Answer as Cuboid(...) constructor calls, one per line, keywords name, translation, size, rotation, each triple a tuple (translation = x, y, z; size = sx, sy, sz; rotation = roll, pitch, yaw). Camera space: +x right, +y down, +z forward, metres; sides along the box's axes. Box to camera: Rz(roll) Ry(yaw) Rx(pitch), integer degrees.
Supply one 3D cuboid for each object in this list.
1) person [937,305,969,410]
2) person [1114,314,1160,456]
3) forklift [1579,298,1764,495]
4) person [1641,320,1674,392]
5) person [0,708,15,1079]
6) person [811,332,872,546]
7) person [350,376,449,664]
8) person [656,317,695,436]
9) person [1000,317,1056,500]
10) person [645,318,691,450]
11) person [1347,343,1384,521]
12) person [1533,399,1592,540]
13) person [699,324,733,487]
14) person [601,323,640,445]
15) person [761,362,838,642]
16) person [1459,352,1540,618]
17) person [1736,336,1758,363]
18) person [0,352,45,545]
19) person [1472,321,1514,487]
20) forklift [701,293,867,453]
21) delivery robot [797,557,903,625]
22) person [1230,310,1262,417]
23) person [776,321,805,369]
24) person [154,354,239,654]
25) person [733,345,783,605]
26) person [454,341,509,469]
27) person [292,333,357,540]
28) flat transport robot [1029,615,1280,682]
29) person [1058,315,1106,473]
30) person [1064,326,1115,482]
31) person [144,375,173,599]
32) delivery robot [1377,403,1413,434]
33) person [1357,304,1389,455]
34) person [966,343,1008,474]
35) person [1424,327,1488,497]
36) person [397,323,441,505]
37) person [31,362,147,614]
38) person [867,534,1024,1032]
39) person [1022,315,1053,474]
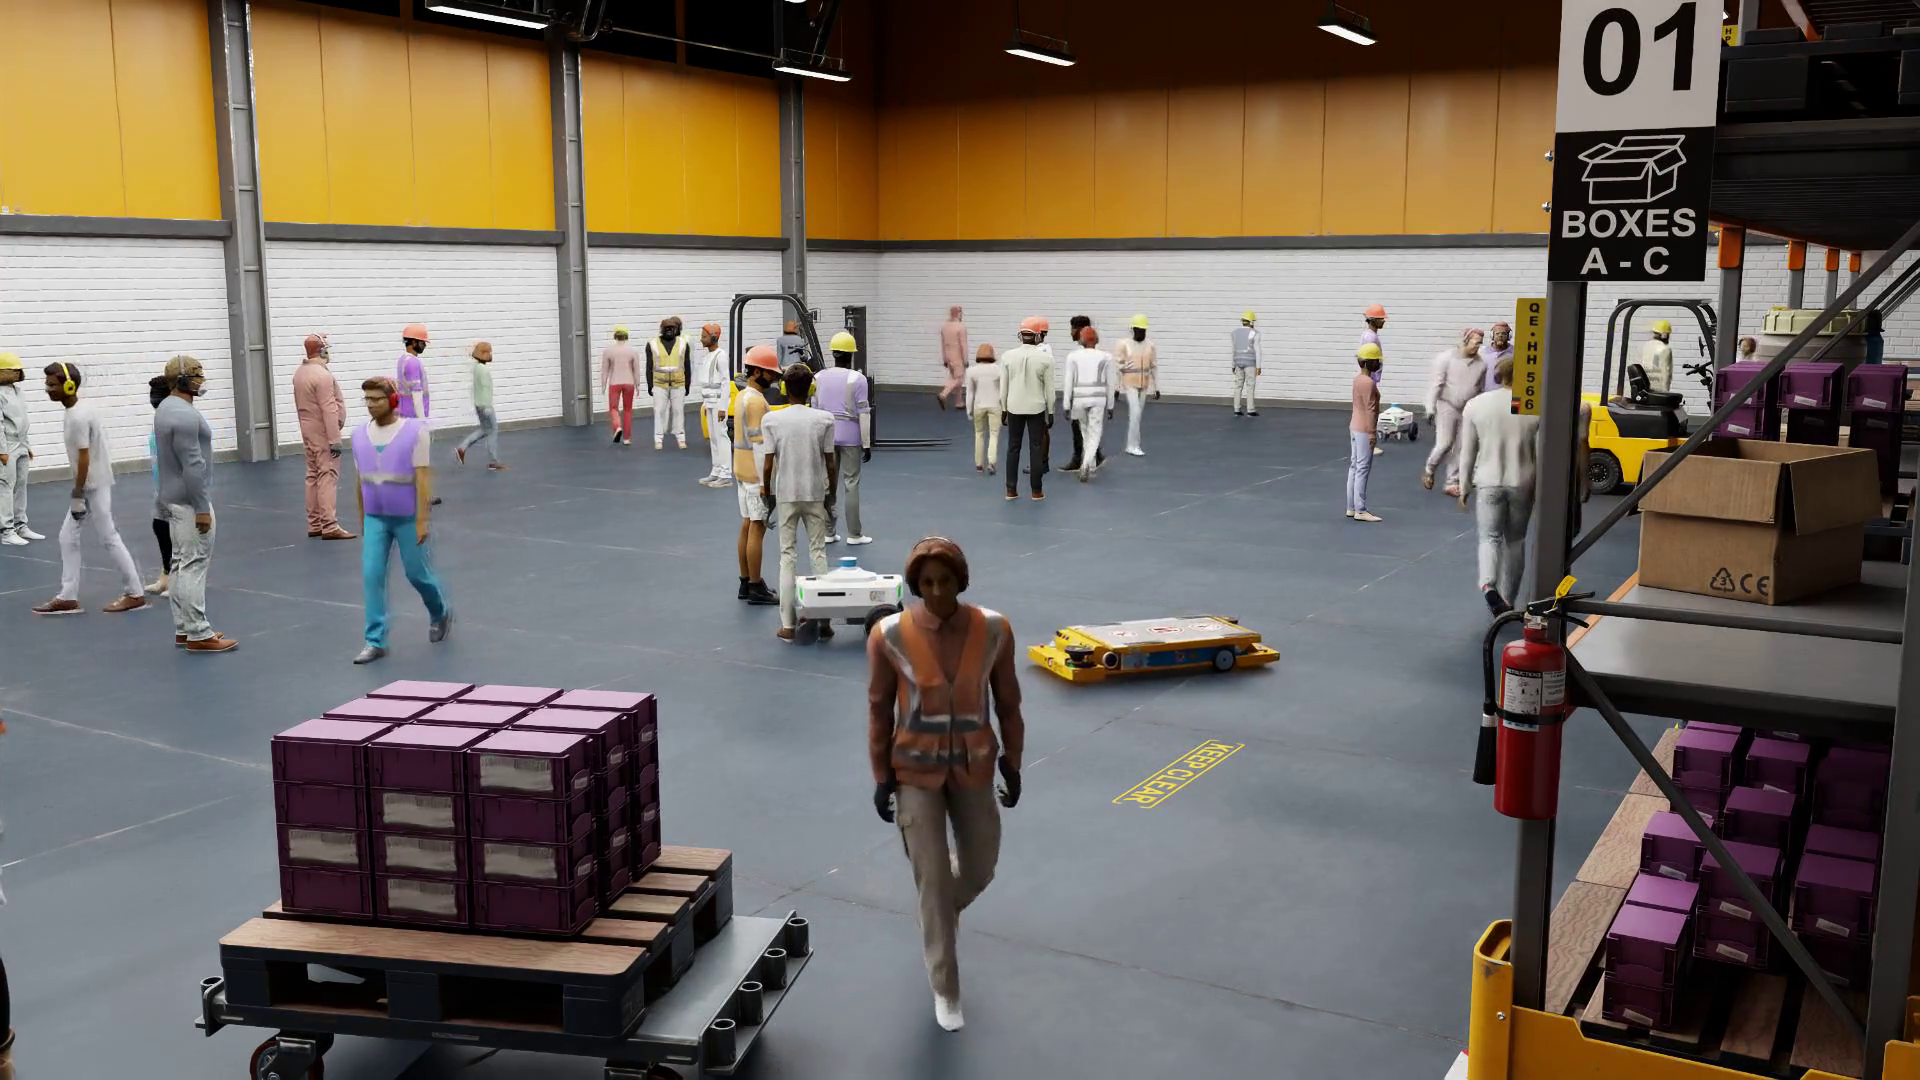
Cuboid(name="person", translation=(-0.117, -3.264, 29.854), size=(0.736, 1.885, 0.655), rotation=(-6, 11, -34))
Cuboid(name="person", translation=(2.430, -2.067, 22.326), size=(0.619, 1.903, 0.682), rotation=(-5, 10, -29))
Cuboid(name="forklift", translation=(7.954, -1.589, 18.462), size=(2.313, 2.155, 1.214), rotation=(5, 11, 30))
Cuboid(name="person", translation=(9.789, -2.202, 23.470), size=(0.616, 1.811, 0.604), rotation=(-2, 9, -14))
Cuboid(name="person", translation=(-3.034, 0.845, 4.811), size=(0.322, 1.697, 0.531), rotation=(8, 12, 42))
Cuboid(name="person", translation=(-1.062, -0.909, 15.049), size=(0.588, 1.927, 0.371), rotation=(4, 10, 25))
Cuboid(name="person", translation=(-3.630, -0.159, 10.732), size=(0.570, 1.816, 0.829), rotation=(2, 9, 10))
Cuboid(name="person", translation=(-4.329, -2.454, 25.102), size=(0.657, 1.796, 0.860), rotation=(-1, 9, -8))
Cuboid(name="person", translation=(0.735, -1.414, 18.032), size=(0.619, 1.989, 0.401), rotation=(2, 9, 14))
Cuboid(name="person", translation=(-4.074, -2.173, 23.244), size=(0.631, 1.836, 0.430), rotation=(-2, 9, -15))
Cuboid(name="person", translation=(4.043, -1.073, 16.566), size=(0.305, 1.771, 0.525), rotation=(0, 9, -2))
Cuboid(name="person", translation=(4.447, -0.451, 12.491), size=(0.523, 1.832, 0.550), rotation=(8, 12, 41))
Cuboid(name="person", translation=(-2.815, -1.547, 19.165), size=(0.339, 1.882, 0.581), rotation=(-4, 10, -26))
Cuboid(name="person", translation=(-4.835, -2.211, 23.735), size=(0.568, 1.745, 0.513), rotation=(-3, 9, -16))
Cuboid(name="person", translation=(-1.076, -0.250, 11.112), size=(0.514, 1.872, 0.332), rotation=(-1, 9, -8))
Cuboid(name="person", translation=(3.841, -0.360, 11.699), size=(0.641, 1.912, 0.809), rotation=(2, 9, 15))
Cuboid(name="person", translation=(10.438, -1.893, 22.139), size=(0.362, 1.627, 0.520), rotation=(-7, 12, -38))
Cuboid(name="person", translation=(-8.613, -0.833, 15.149), size=(0.294, 1.744, 0.485), rotation=(0, 9, -2))
Cuboid(name="person", translation=(6.144, -1.542, 19.052), size=(0.643, 1.913, 0.410), rotation=(3, 10, 19))
Cuboid(name="forklift", translation=(-2.458, -2.344, 23.176), size=(2.313, 2.155, 1.214), rotation=(0, 9, -2))
Cuboid(name="delivery robot", translation=(-0.738, 0.358, 11.121), size=(0.707, 0.478, 0.477), rotation=(-1, 9, -5))
Cuboid(name="person", translation=(4.912, -3.013, 28.481), size=(0.600, 1.827, 0.403), rotation=(8, 12, 41))
Cuboid(name="person", translation=(-2.958, -3.019, 29.132), size=(0.507, 1.632, 0.267), rotation=(0, 9, -1))
Cuboid(name="person", translation=(-4.984, -0.231, 10.781), size=(0.372, 1.940, 0.630), rotation=(-7, 11, -36))
Cuboid(name="person", translation=(-1.492, -0.483, 12.387), size=(0.374, 1.927, 0.542), rotation=(-3, 10, -20))
Cuboid(name="person", translation=(-6.002, -1.675, 20.792), size=(0.585, 1.611, 0.509), rotation=(-5, 10, -30))
Cuboid(name="person", translation=(-5.882, -0.956, 15.396), size=(0.408, 1.910, 0.651), rotation=(-8, 12, -43))
Cuboid(name="flat transport robot", translation=(1.213, 0.662, 10.394), size=(1.431, 0.197, 0.652), rotation=(-4, 10, -21))
Cuboid(name="person", translation=(1.482, -1.785, 20.421), size=(0.482, 1.953, 0.667), rotation=(-2, 9, -15))
Cuboid(name="person", translation=(1.527, -1.612, 19.735), size=(0.591, 1.850, 0.907), rotation=(2, 9, 15))
Cuboid(name="person", translation=(-5.979, -0.398, 12.602), size=(0.553, 1.692, 0.378), rotation=(9, 12, 43))
Cuboid(name="delivery robot", translation=(6.350, -1.757, 24.317), size=(0.477, 0.478, 0.707), rotation=(6, 11, 35))
Cuboid(name="person", translation=(5.591, -2.174, 22.581), size=(0.383, 2.045, 0.605), rotation=(1, 9, 8))
Cuboid(name="person", translation=(0.327, -1.609, 20.385), size=(0.521, 1.610, 0.614), rotation=(1, 9, 7))
Cuboid(name="person", translation=(5.457, -1.416, 18.371), size=(0.727, 1.874, 0.524), rotation=(-2, 9, -12))
Cuboid(name="person", translation=(-5.778, -1.338, 17.705), size=(0.362, 1.934, 0.543), rotation=(-5, 10, -30))
Cuboid(name="person", translation=(-6.309, -0.353, 11.886), size=(0.848, 1.823, 0.526), rotation=(-6, 11, -33))
Cuboid(name="person", translation=(-0.064, 0.766, 5.581), size=(0.527, 1.619, 0.590), rotation=(-2, 9, -14))
Cuboid(name="person", translation=(0.957, -1.780, 20.437), size=(0.347, 1.943, 0.545), rotation=(2, 9, 14))
